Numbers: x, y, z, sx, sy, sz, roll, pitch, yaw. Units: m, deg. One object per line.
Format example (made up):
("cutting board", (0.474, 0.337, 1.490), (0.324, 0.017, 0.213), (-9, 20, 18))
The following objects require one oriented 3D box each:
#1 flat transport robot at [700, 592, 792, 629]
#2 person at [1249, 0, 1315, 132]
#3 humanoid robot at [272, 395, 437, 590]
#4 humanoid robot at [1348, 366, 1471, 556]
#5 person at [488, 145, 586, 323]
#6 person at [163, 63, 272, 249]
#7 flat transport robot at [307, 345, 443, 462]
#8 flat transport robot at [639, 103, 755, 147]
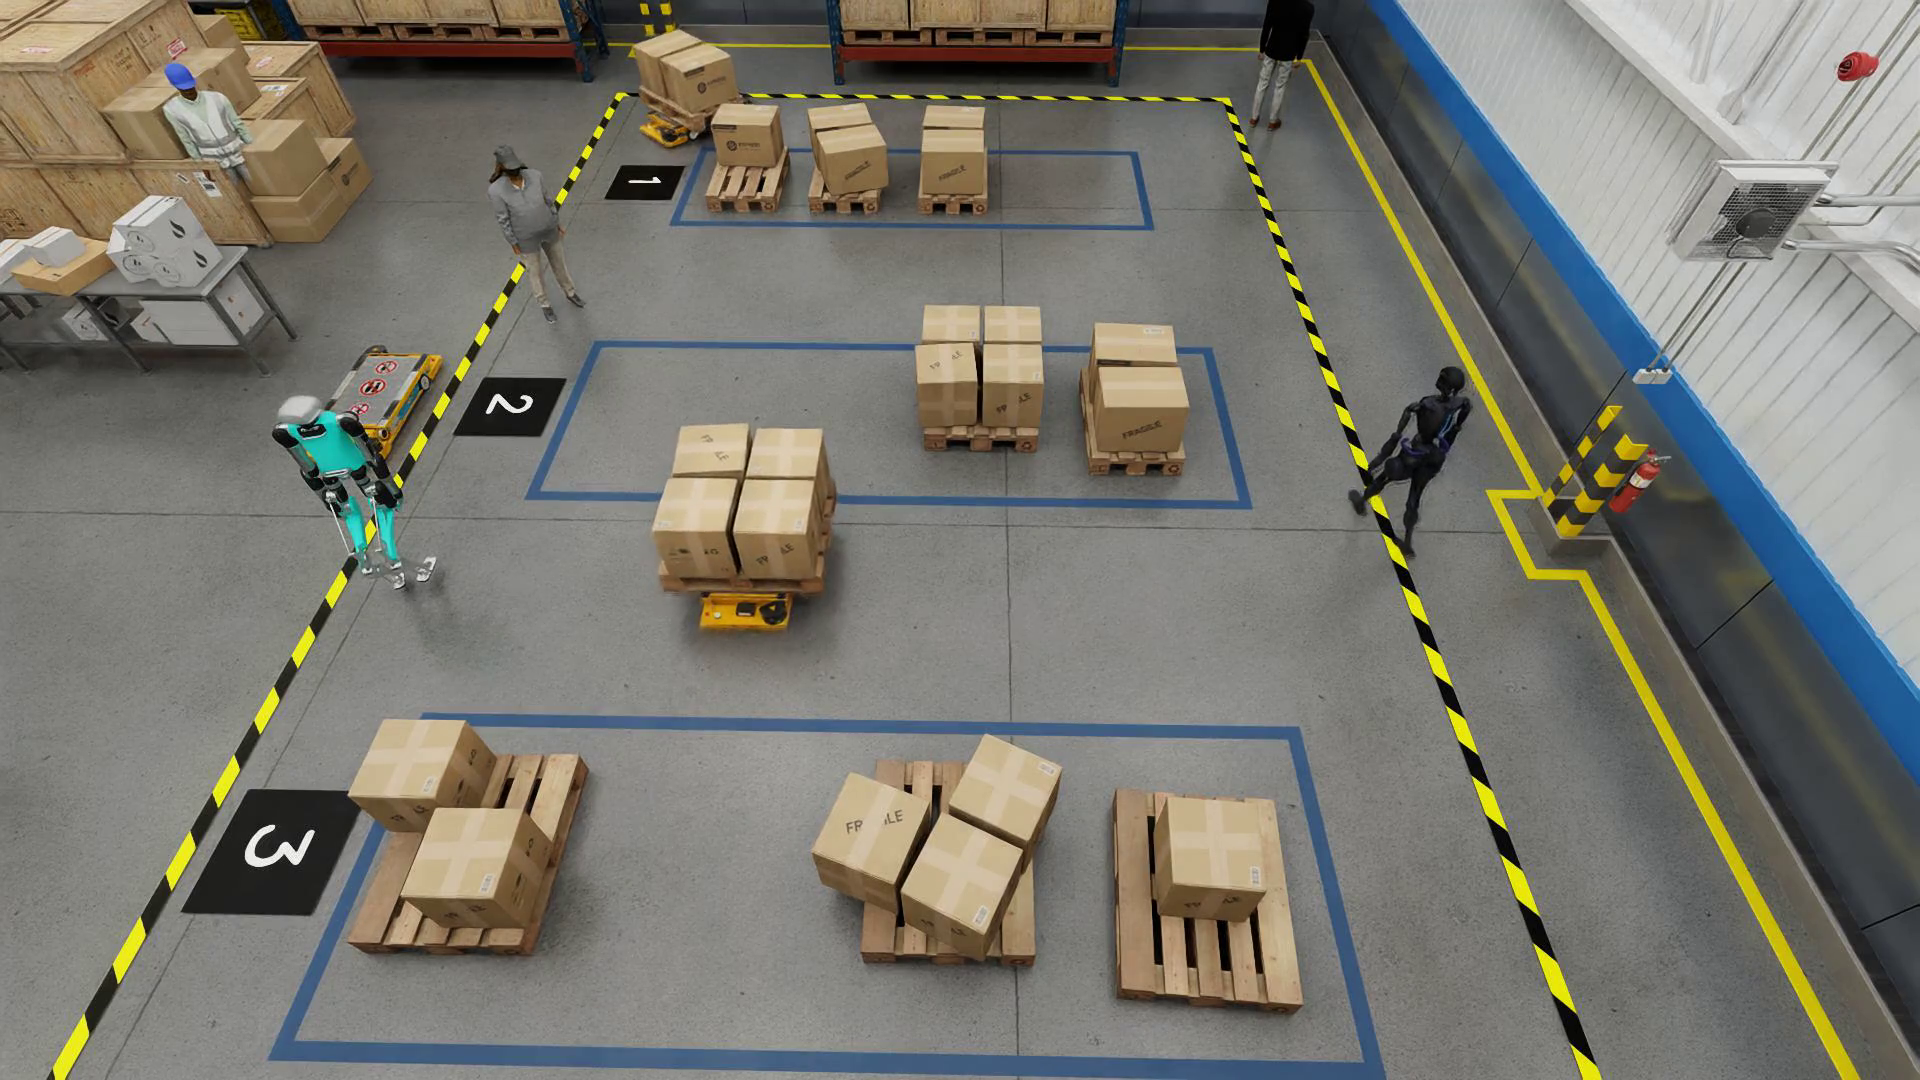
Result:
("flat transport robot", (-1.613, 0.067, 7.292), (0.652, 0.197, 1.431), (1, 50, 1))
("person", (4.018, -6.107, 11.477), (0.587, 1.884, 0.361), (24, 54, 19))
("humanoid robot", (-4.277, -0.199, 6.485), (0.533, 1.676, 0.735), (-11, 51, -9))
("humanoid robot", (3.491, -0.634, 7.009), (0.585, 1.629, 0.768), (-7, 50, -6))
("person", (-4.132, -2.980, 8.905), (0.402, 1.767, 0.572), (36, 59, 26))
("person", (-7.735, -4.044, 9.698), (0.606, 1.939, 0.411), (-32, 57, -24))
("flat transport robot", (-5.383, -1.269, 8.441), (0.659, 0.231, 1.431), (1, 50, 1))
("flat transport robot", (-3.466, -5.627, 12.110), (0.652, 0.197, 1.431), (35, 58, 26))
